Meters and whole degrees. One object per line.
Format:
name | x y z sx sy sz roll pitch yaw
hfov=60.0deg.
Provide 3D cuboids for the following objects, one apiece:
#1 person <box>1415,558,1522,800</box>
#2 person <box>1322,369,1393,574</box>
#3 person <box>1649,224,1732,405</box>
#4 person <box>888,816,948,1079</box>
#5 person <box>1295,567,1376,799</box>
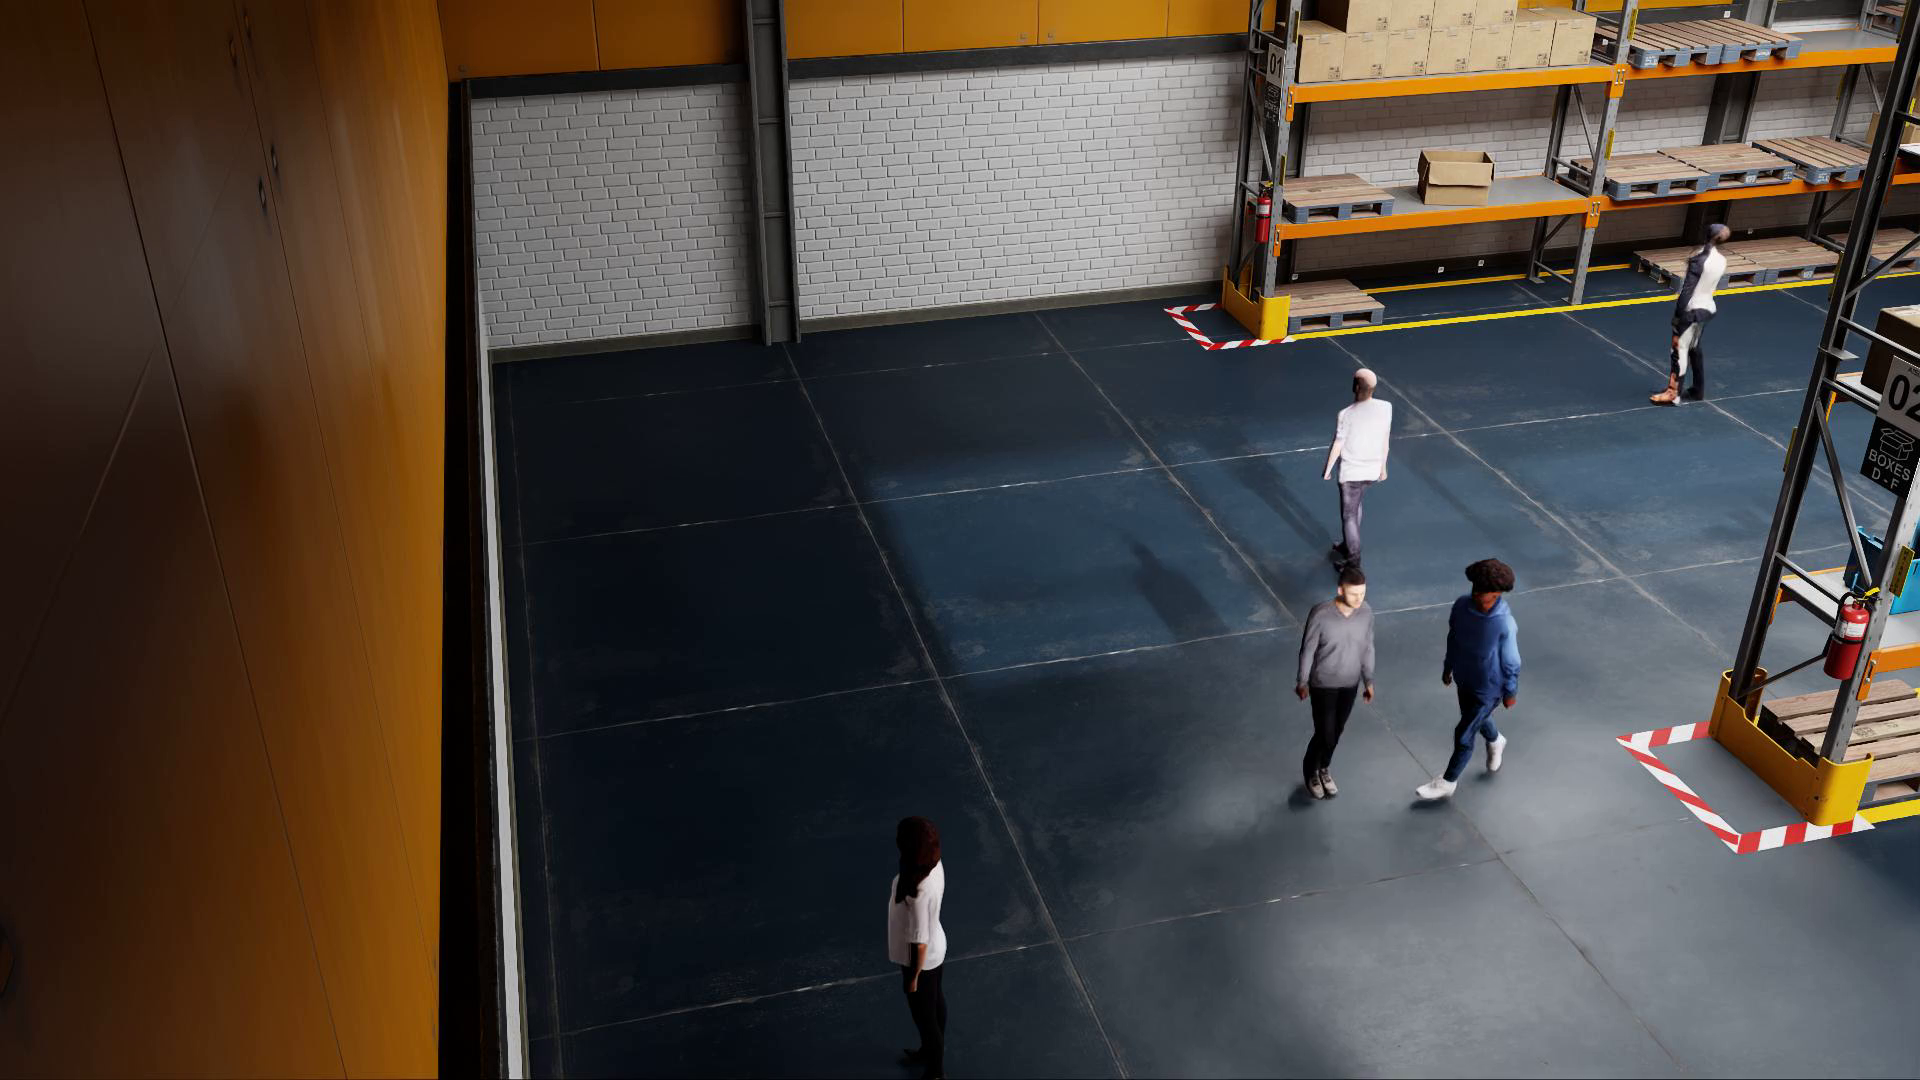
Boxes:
person | 3.533 0.902 11.109 1.162 1.772 0.827 -18 33 -29
person | 3.316 -0.509 13.648 0.774 1.818 0.800 -13 31 -22
person | 7.399 -2.269 16.825 0.907 1.865 0.749 19 34 31
person | -0.188 2.183 8.739 0.634 1.794 0.674 2 29 4
person | 2.463 0.901 11.135 0.545 1.750 0.705 -10 30 -17
